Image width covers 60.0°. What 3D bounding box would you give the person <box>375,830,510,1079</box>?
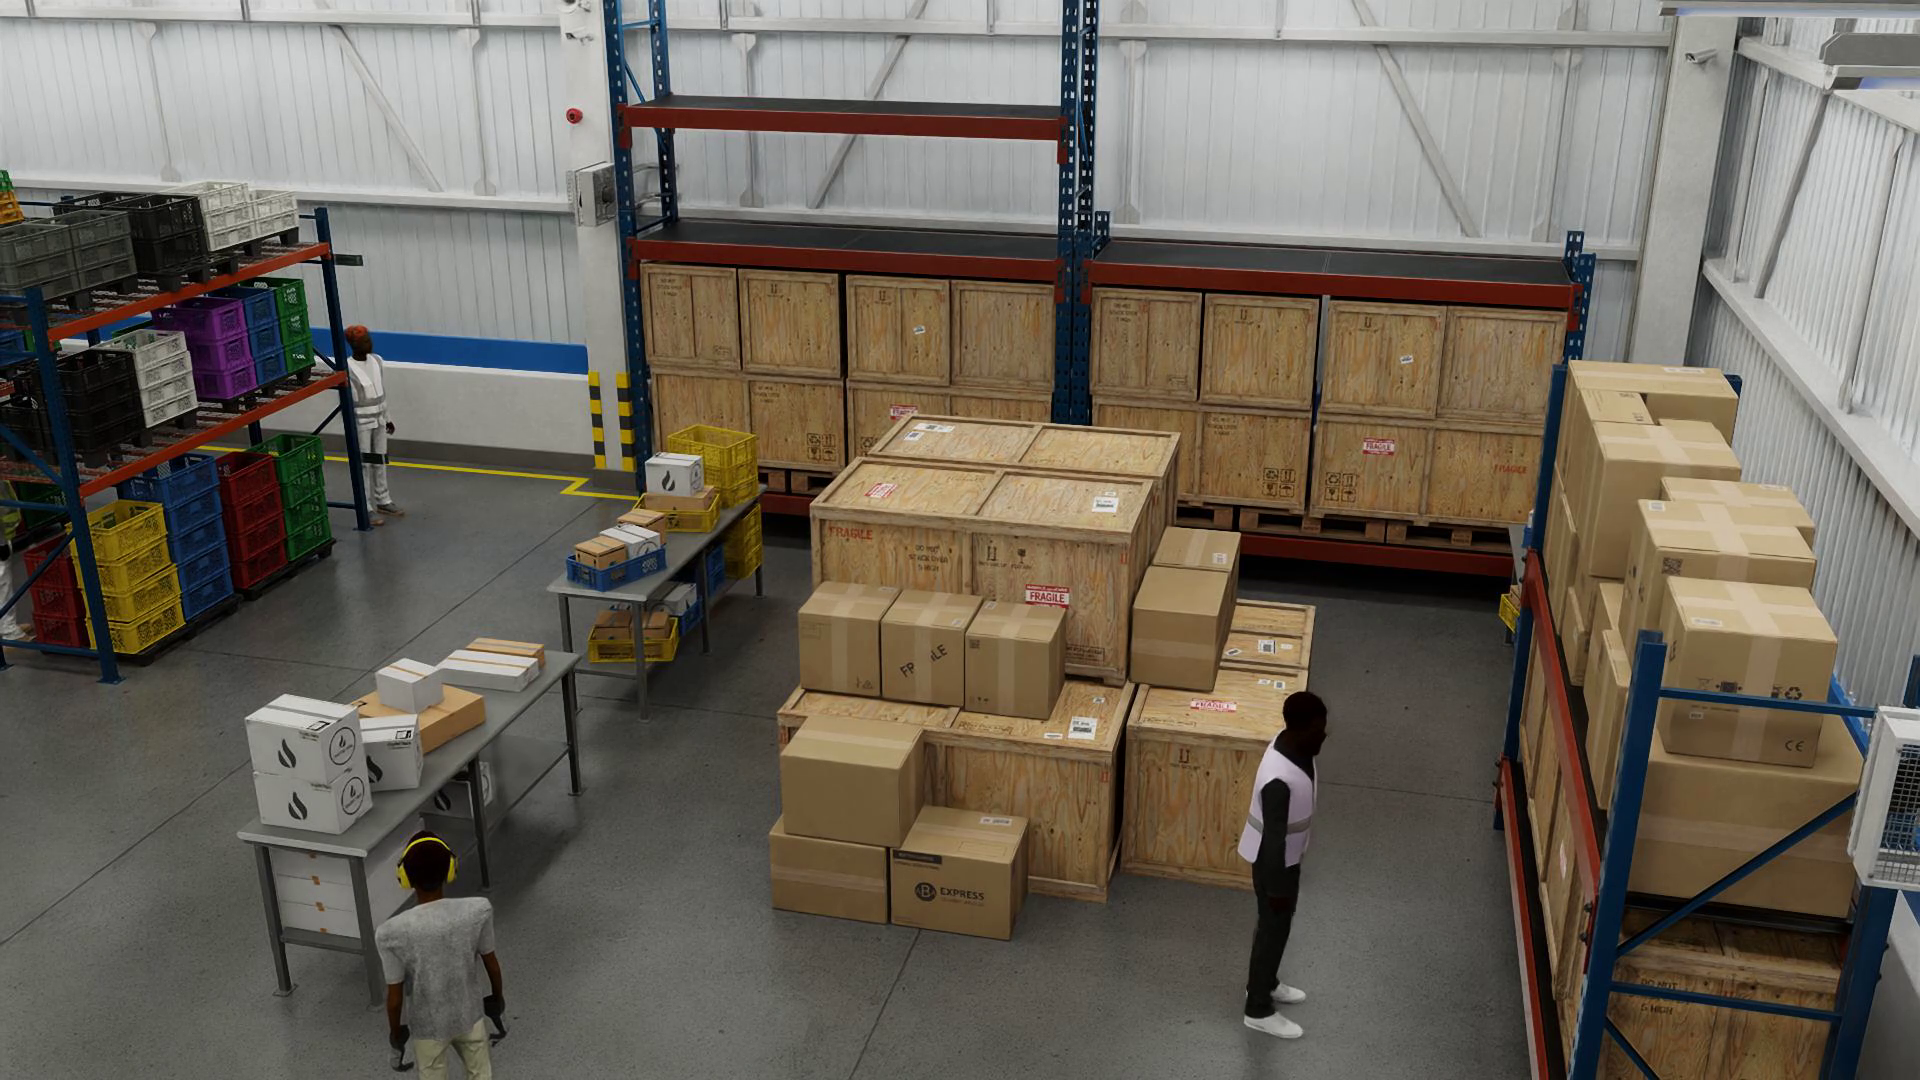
[{"bbox_3d":[-2.243,2.110,7.263,0.533,1.870,0.315,-12,24,-29],"label":"person"}]

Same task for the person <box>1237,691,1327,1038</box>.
[{"bbox_3d":[1.638,1.623,8.492,0.420,1.904,0.602,8,22,20],"label":"person"}]

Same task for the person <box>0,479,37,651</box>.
[{"bbox_3d":[-7.529,-0.047,12.953,0.430,1.839,0.619,-16,26,-36],"label":"person"}]

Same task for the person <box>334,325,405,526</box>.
[{"bbox_3d":[-5.551,-1.087,15.611,0.343,1.879,0.585,9,23,21],"label":"person"}]
